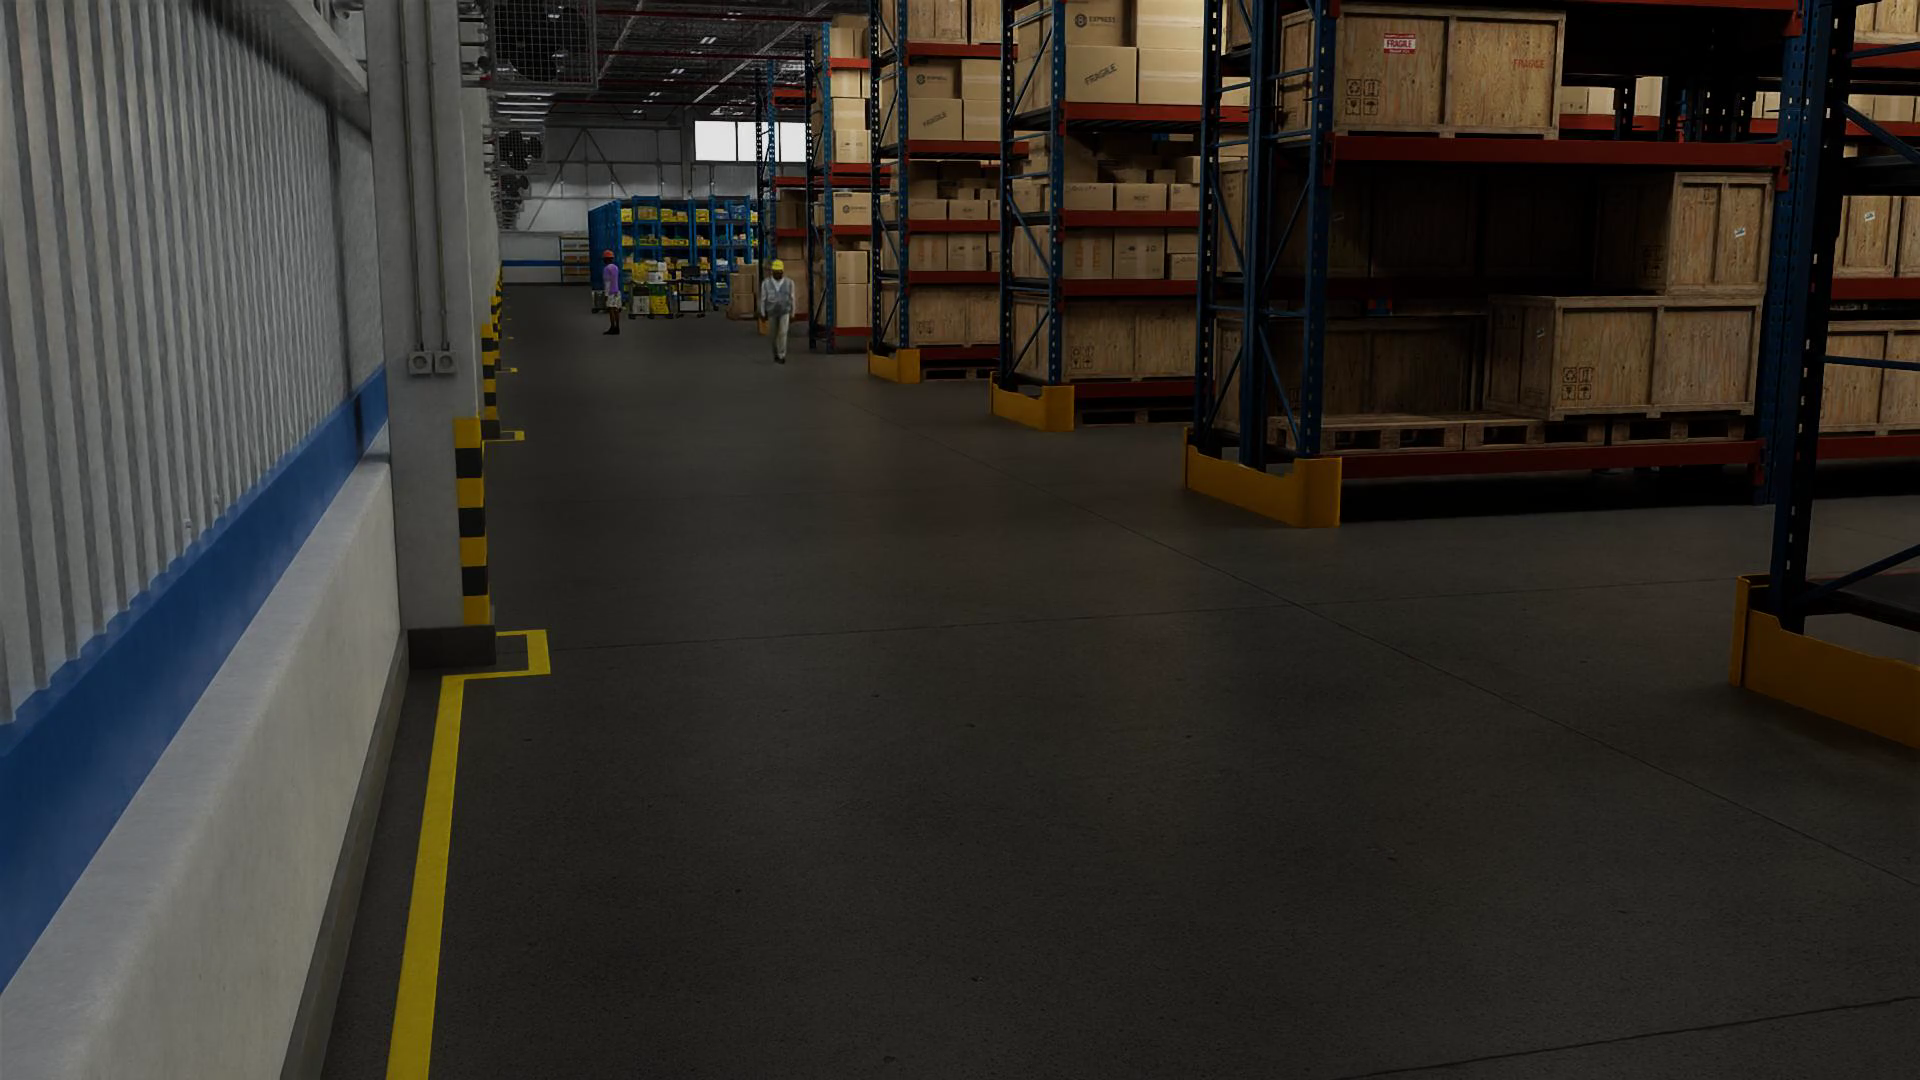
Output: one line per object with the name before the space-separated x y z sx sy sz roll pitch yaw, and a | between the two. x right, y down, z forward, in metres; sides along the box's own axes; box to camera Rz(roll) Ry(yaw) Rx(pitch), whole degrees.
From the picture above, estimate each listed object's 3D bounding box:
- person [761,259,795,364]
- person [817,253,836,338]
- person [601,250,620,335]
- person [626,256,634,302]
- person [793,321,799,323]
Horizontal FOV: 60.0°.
person | -3.144 -3.958 28.804 0.598 1.814 0.628 -1 10 -3
person | -2.938 -5.390 36.719 0.677 1.883 0.674 -2 10 -12
person | -8.053 -5.693 38.276 0.364 1.939 0.542 2 10 14
person | -11.809 -9.552 60.570 0.984 1.777 0.584 -2 10 -9
person | -4.484 -6.478 43.379 0.504 1.706 0.871 4 11 20
